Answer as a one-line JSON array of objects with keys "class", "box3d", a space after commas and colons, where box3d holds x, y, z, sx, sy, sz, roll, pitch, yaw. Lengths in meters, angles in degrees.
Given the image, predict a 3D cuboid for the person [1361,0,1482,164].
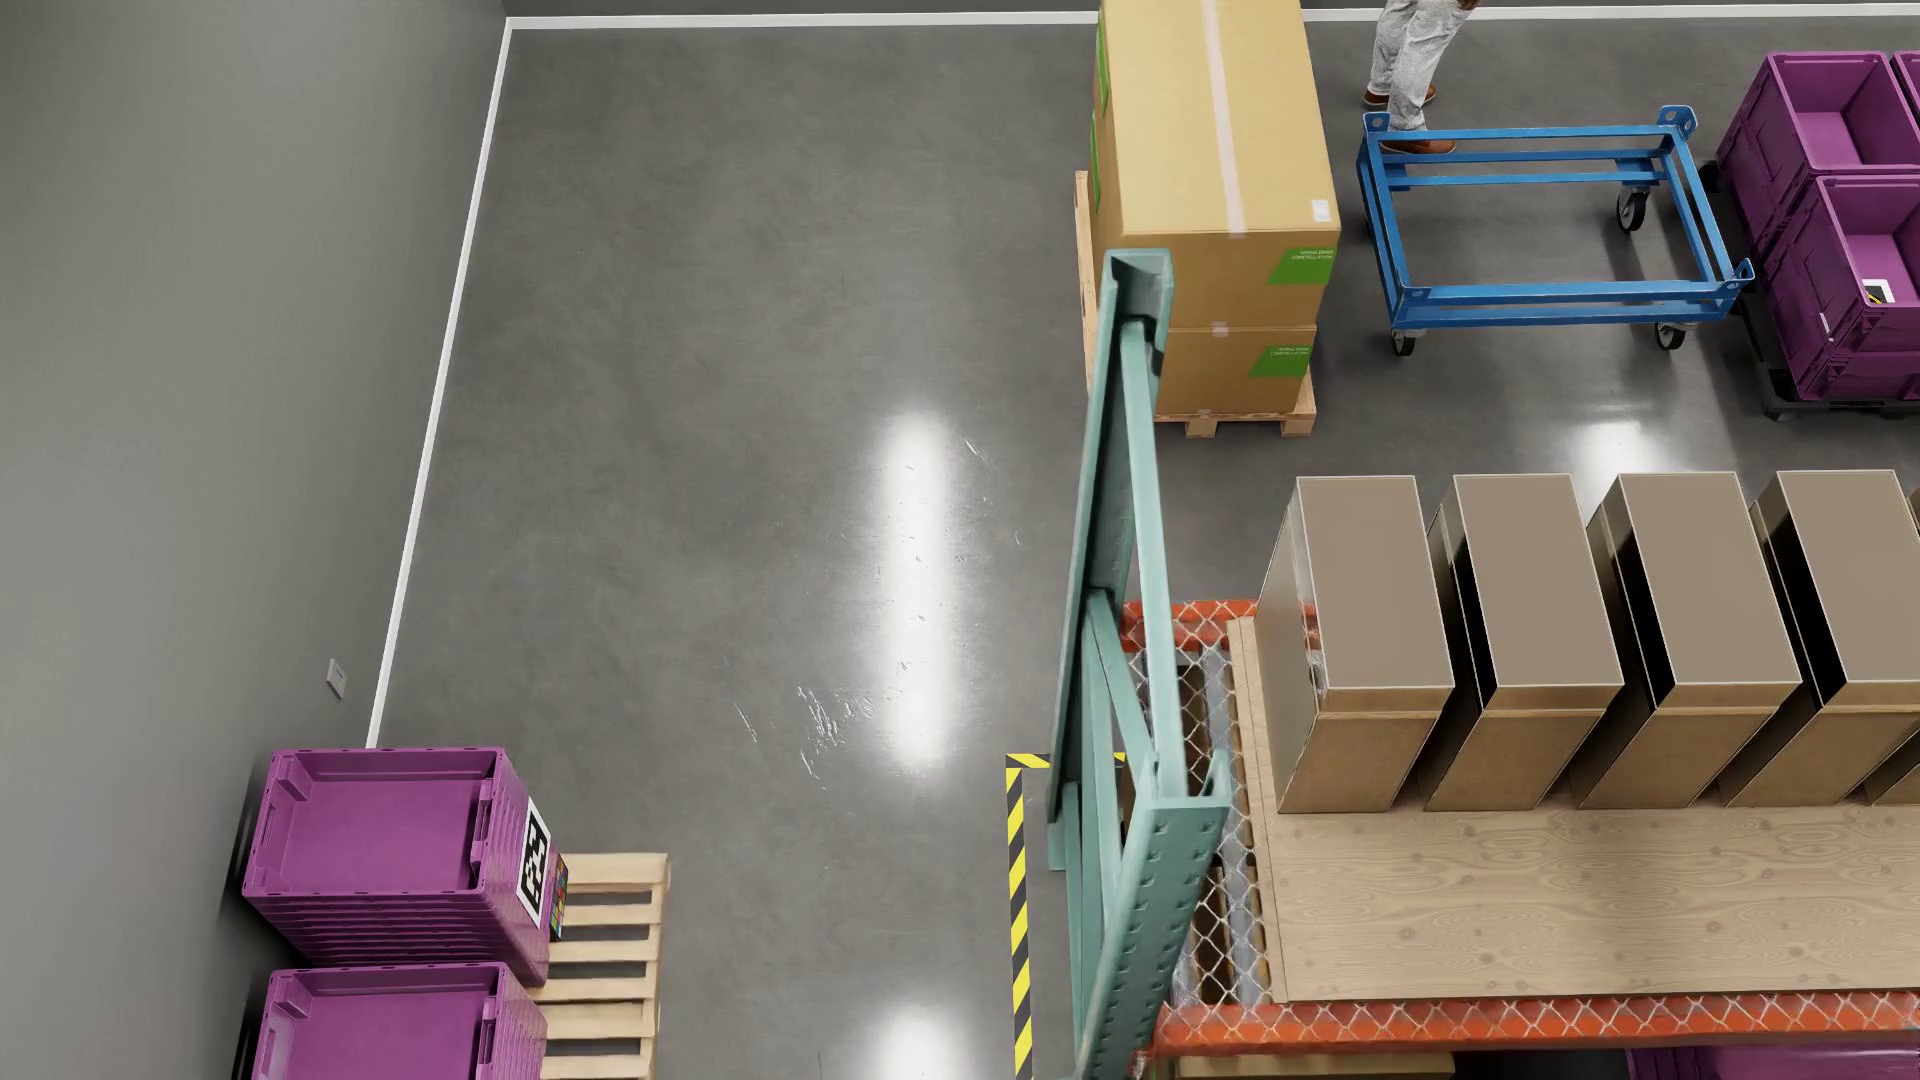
[{"class": "person", "box3d": [1.819, -2.239, 6.076, 0.372, 1.940, 0.631, -3, 58, -2]}]
